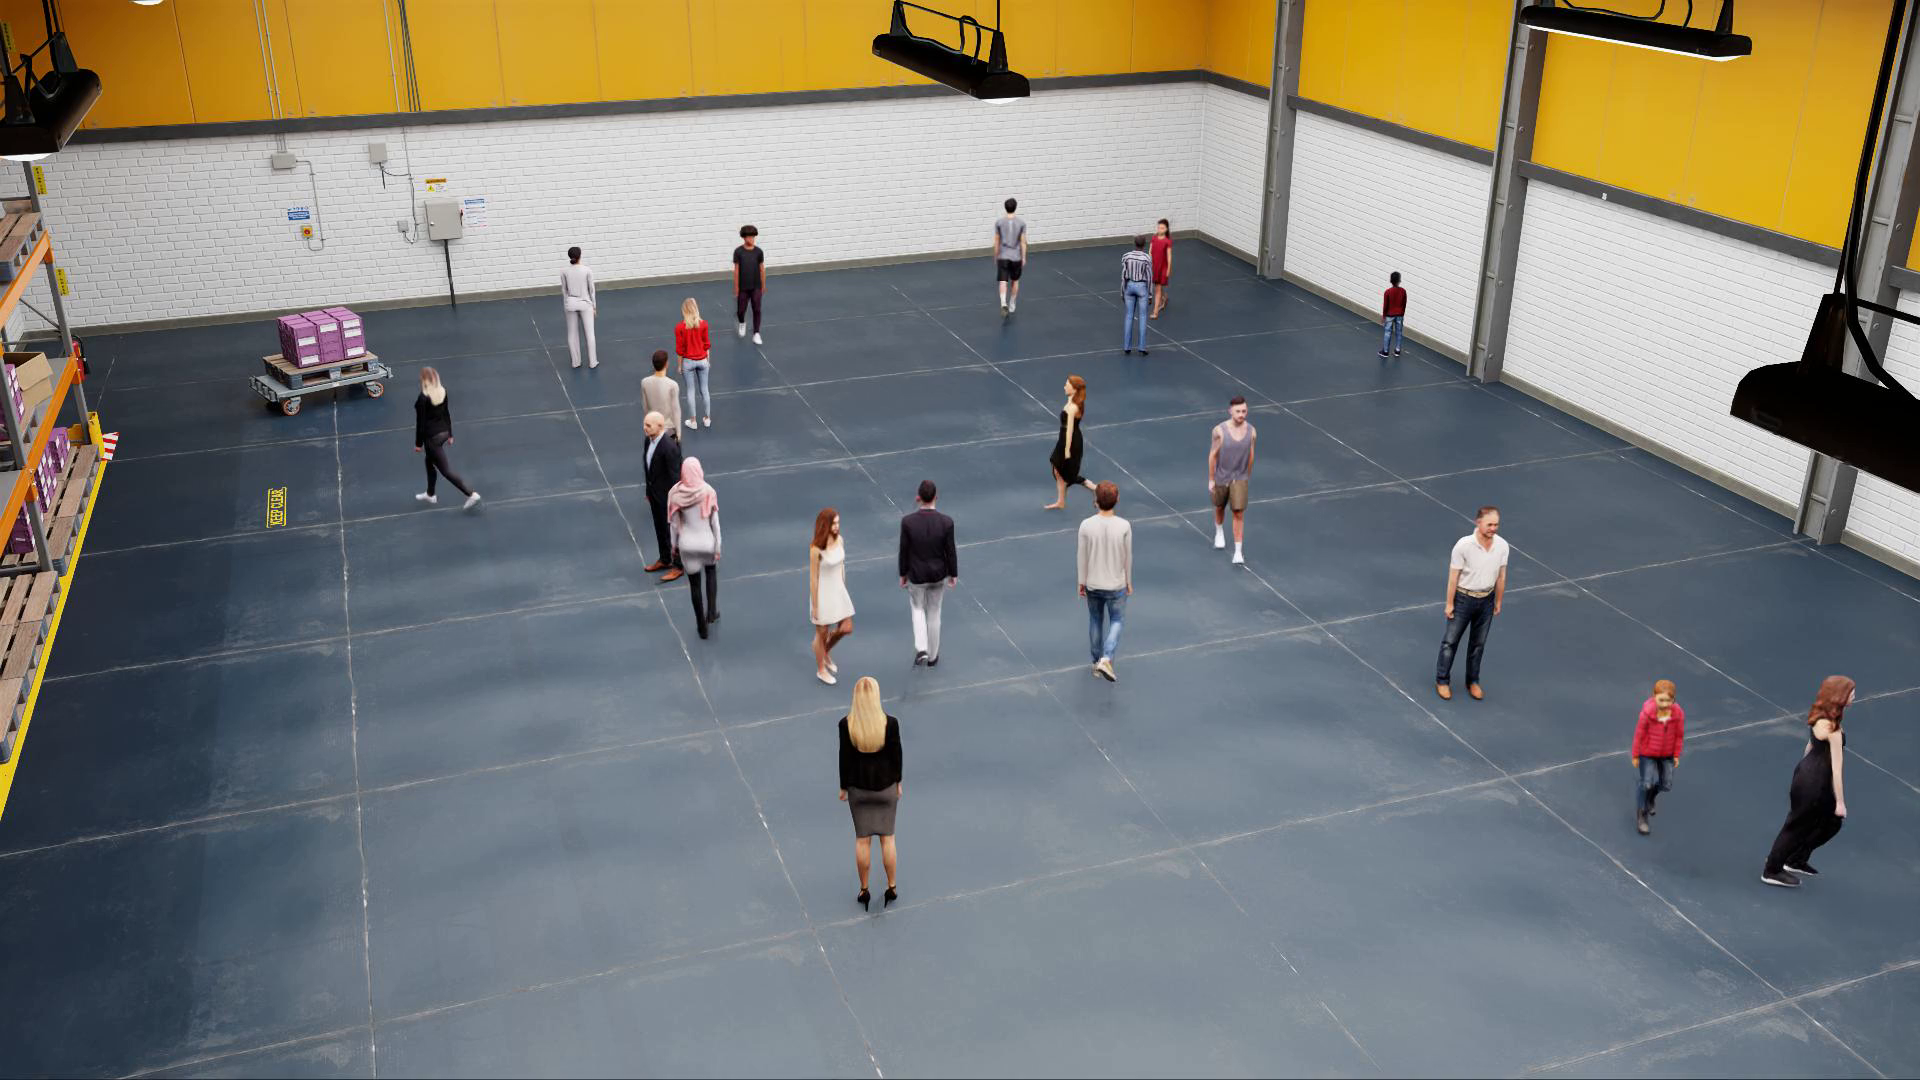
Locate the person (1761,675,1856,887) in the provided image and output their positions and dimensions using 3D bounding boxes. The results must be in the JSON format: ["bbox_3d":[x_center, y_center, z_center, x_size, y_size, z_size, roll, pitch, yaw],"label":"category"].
[{"bbox_3d":[6.076,1.757,12.053,0.812,1.730,0.762,7,25,16],"label":"person"}]

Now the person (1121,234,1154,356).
[{"bbox_3d":[2.570,-3.562,24.142,0.700,1.795,0.750,10,25,21],"label":"person"}]

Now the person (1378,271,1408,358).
[{"bbox_3d":[6.316,-3.284,24.180,0.548,1.254,0.543,-3,24,-7],"label":"person"}]

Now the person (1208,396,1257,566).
[{"bbox_3d":[2.839,-0.686,17.630,0.944,1.796,1.246,1,24,3],"label":"person"}]

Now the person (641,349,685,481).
[{"bbox_3d":[-3.380,-1.183,18.671,1.087,1.816,1.264,5,24,12],"label":"person"}]

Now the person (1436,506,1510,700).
[{"bbox_3d":[4.536,0.525,14.726,0.728,1.848,0.695,0,24,1],"label":"person"}]

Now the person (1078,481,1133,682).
[{"bbox_3d":[1.296,0.429,14.896,0.918,1.887,1.026,5,24,11],"label":"person"}]

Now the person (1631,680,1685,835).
[{"bbox_3d":[5.371,1.629,12.877,0.648,1.305,0.728,2,24,4],"label":"person"}]

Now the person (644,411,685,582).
[{"bbox_3d":[-3.045,-0.475,17.074,0.823,1.798,0.650,-19,30,-37],"label":"person"}]

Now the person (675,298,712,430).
[{"bbox_3d":[-3.398,-2.261,21.278,0.635,1.705,0.536,-11,26,-24],"label":"person"}]

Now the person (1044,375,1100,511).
[{"bbox_3d":[1.325,-1.048,18.629,0.880,1.603,0.957,3,24,6],"label":"person"}]

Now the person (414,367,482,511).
[{"bbox_3d":[-5.816,-1.096,18.685,1.100,1.647,1.138,6,24,14],"label":"person"}]

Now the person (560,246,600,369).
[{"bbox_3d":[-5.421,-3.311,23.643,0.677,1.733,0.644,-1,24,-3],"label":"person"}]

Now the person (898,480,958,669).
[{"bbox_3d":[-0.307,0.374,15.102,0.823,1.822,0.870,1,24,2],"label":"person"}]

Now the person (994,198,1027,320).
[{"bbox_3d":[0.764,-4.373,25.937,0.966,1.841,1.195,2,24,5],"label":"person"}]

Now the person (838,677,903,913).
[{"bbox_3d":[-0.622,1.807,11.801,0.669,1.842,0.637,-1,24,-3],"label":"person"}]

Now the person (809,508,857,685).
[{"bbox_3d":[-1.247,0.478,15.020,0.701,1.697,0.752,-21,31,-39],"label":"person"}]

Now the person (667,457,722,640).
[{"bbox_3d":[-2.486,0.105,15.756,0.716,1.792,0.774,-4,24,-9],"label":"person"}]

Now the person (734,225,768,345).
[{"bbox_3d":[-3.153,-3.826,24.776,0.633,1.769,0.806,-8,25,-17],"label":"person"}]

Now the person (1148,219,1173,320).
[{"bbox_3d":[3.156,-4.292,26.146,1.011,1.527,0.980,15,28,31],"label":"person"}]
